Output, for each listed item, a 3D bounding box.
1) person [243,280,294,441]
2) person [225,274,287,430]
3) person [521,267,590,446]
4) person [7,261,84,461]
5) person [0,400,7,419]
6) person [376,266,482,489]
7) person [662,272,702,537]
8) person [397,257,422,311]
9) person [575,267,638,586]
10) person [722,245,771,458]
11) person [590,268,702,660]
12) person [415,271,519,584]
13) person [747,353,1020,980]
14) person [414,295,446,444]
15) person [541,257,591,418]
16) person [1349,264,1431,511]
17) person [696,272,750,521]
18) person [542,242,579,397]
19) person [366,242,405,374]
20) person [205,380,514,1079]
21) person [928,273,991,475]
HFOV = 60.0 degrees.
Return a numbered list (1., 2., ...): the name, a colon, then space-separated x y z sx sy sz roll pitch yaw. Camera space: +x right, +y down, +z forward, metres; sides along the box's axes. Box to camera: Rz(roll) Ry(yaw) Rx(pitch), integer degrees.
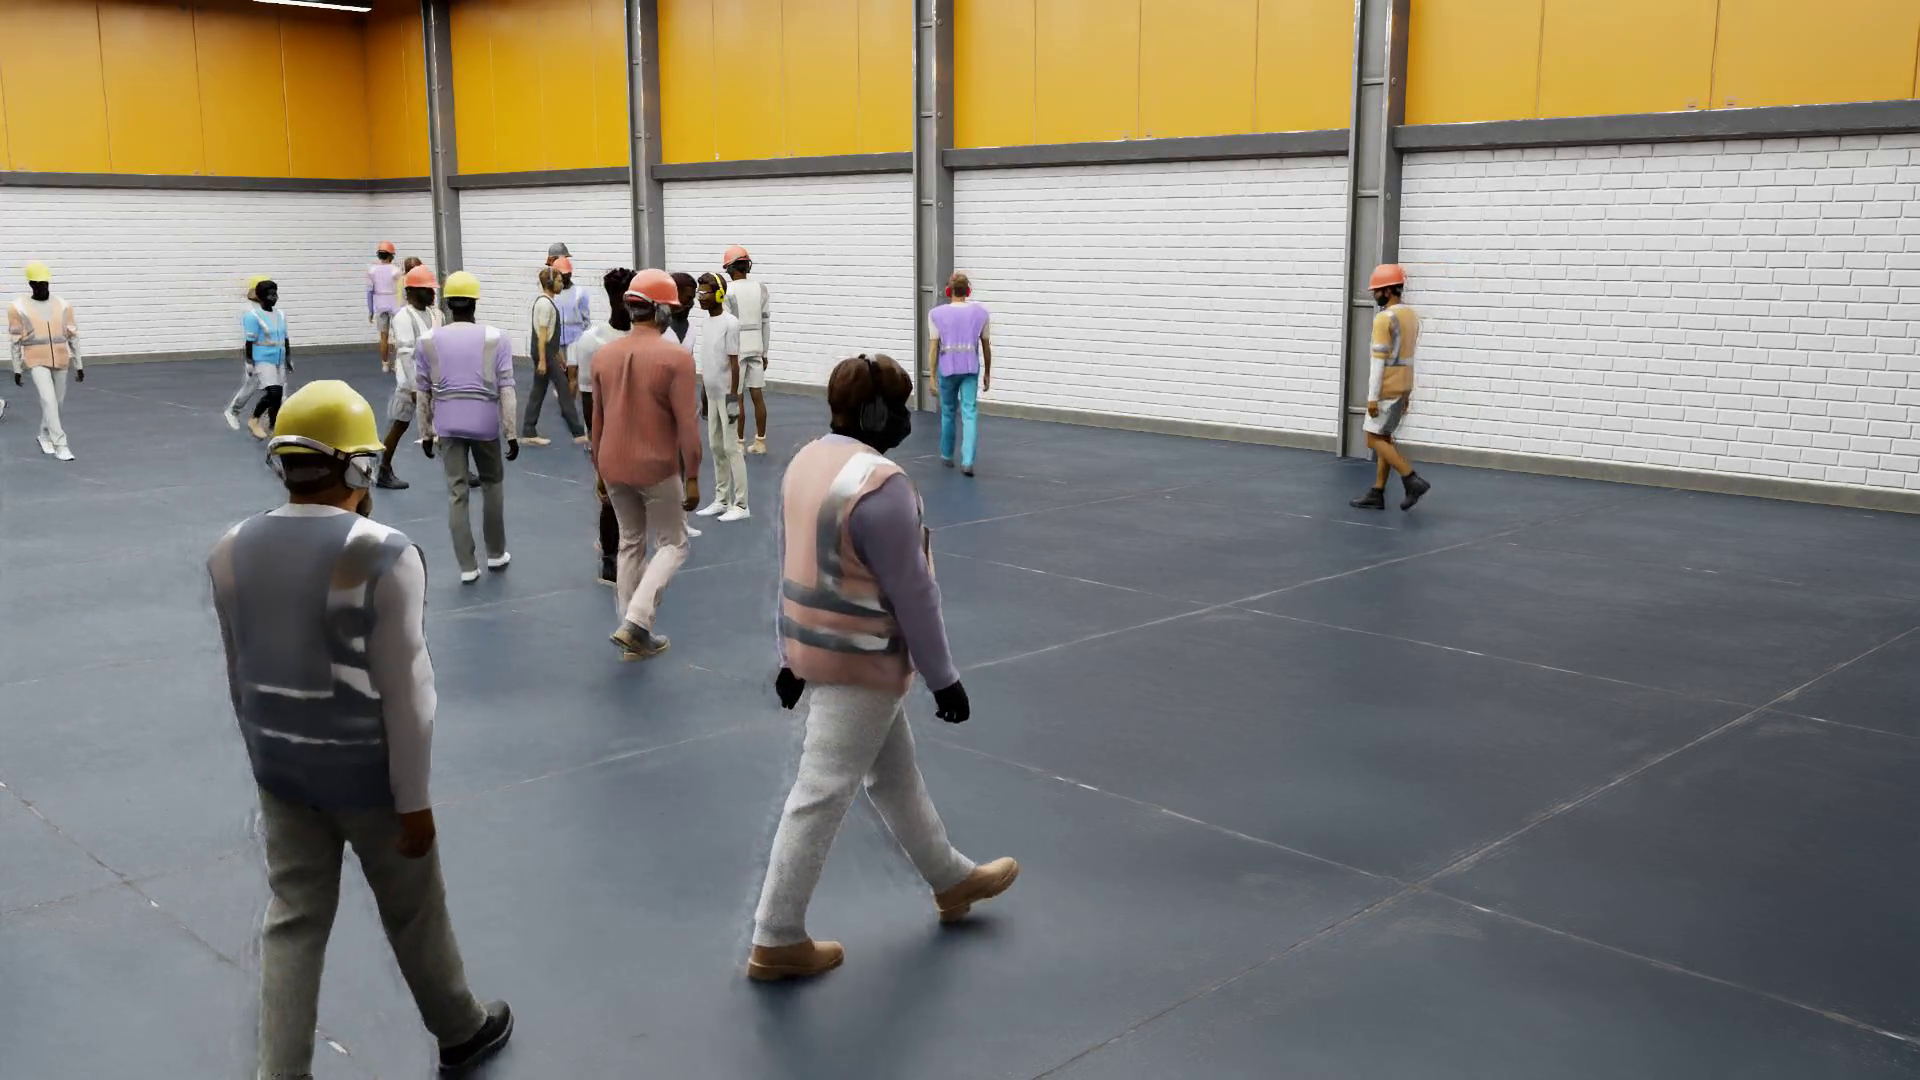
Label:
1. person: -7.089 -1.825 17.083 0.363 1.683 0.544 3 11 18
2. person: -7.663 -2.034 18.132 0.797 1.712 0.489 4 11 20
3. person: -4.056 -1.842 16.835 0.910 1.802 0.557 -3 11 -16
4. person: -8.789 -1.728 15.985 0.930 1.891 0.595 9 14 40
5. person: -11.206 -2.076 18.658 0.716 1.611 0.524 -9 14 -42
6. person: -4.512 -1.339 13.896 1.008 1.880 0.566 3 11 15
7. person: -2.183 -0.973 11.896 0.746 1.874 0.686 6 12 31
8. person: -7.823 -3.145 23.873 0.432 1.826 0.636 -6 12 -30
9. person: -2.049 -0.676 10.095 0.480 1.941 0.674 6 12 31
10. person: -2.105 -1.798 15.970 0.605 2.034 0.389 -9 14 -40
11. person: -1.567 -0.349 8.230 0.656 1.968 0.592 4 11 23
12. person: -3.056 -0.713 10.388 0.613 1.901 0.778 -2 11 -8
13. person: -0.226 0.358 4.854 0.965 1.791 0.624 -5 11 -24
14. person: -5.443 -1.798 17.038 0.315 1.640 0.515 4 11 22
15. person: -4.558 -2.317 19.219 0.558 1.877 1.041 0 10 -2
16. person: 3.341 -1.149 12.752 0.652 1.915 0.567 10 14 42
17. person: -1.803 -1.070 12.492 0.330 1.861 0.506 -8 13 -37
18. person: -5.245 -2.913 22.028 0.537 2.000 0.678 -2 11 -12
19. person: -8.830 -3.572 25.695 0.633 2.030 0.687 1 10 5
20. person: -1.456 0.515 4.001 0.617 1.796 0.768 3 11 18
21. person: -0.001 -1.502 15.019 0.590 1.792 0.990 -2 11 -9
